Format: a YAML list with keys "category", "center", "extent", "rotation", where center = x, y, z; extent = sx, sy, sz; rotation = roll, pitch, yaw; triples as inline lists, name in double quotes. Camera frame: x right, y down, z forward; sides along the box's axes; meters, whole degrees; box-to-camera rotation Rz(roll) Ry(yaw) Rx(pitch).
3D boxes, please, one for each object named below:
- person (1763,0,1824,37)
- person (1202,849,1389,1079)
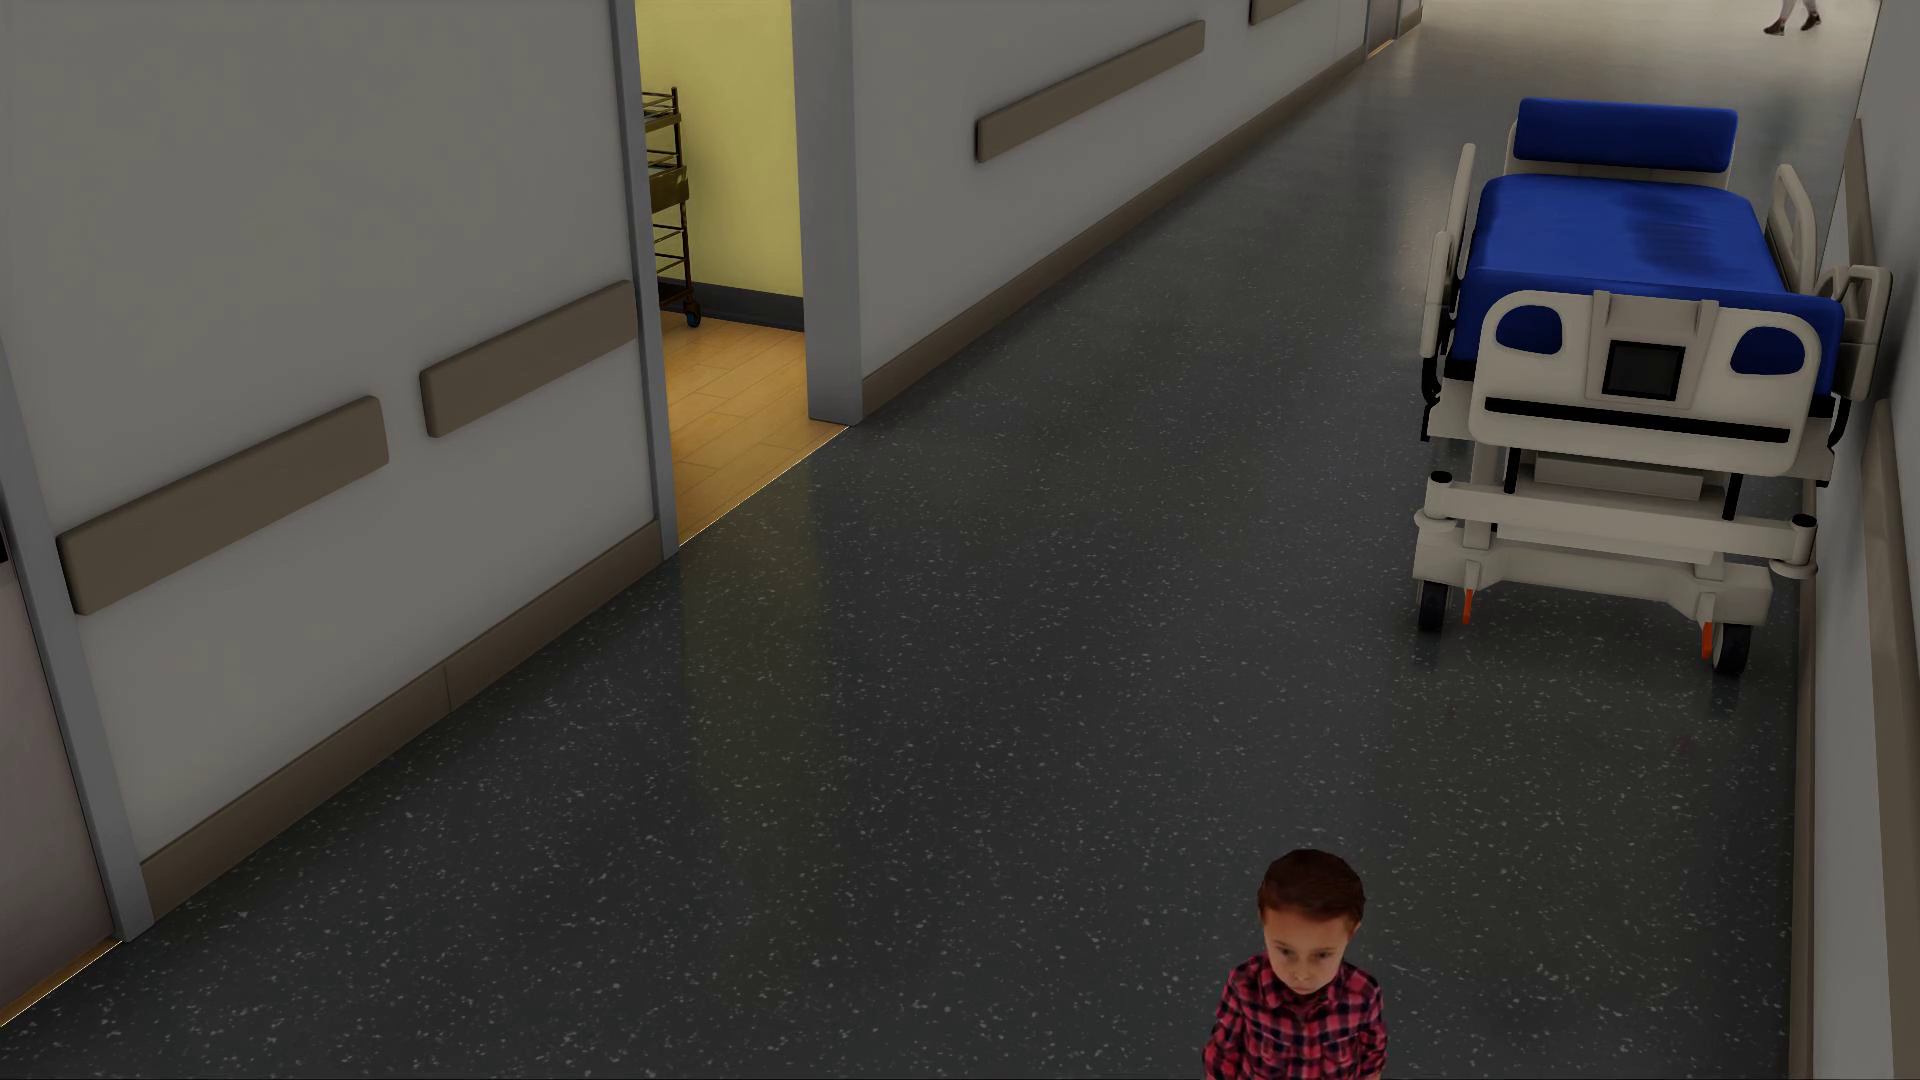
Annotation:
- category: "person"
  center: [7.776, -5.373, 15.182]
  extent: [1.021, 1.473, 0.950]
  rotation: [-9, 27, -17]
- category: "person"
  center: [0.537, 0.906, 2.708]
  extent: [0.704, 0.996, 0.579]
  rotation: [6, 26, 12]
